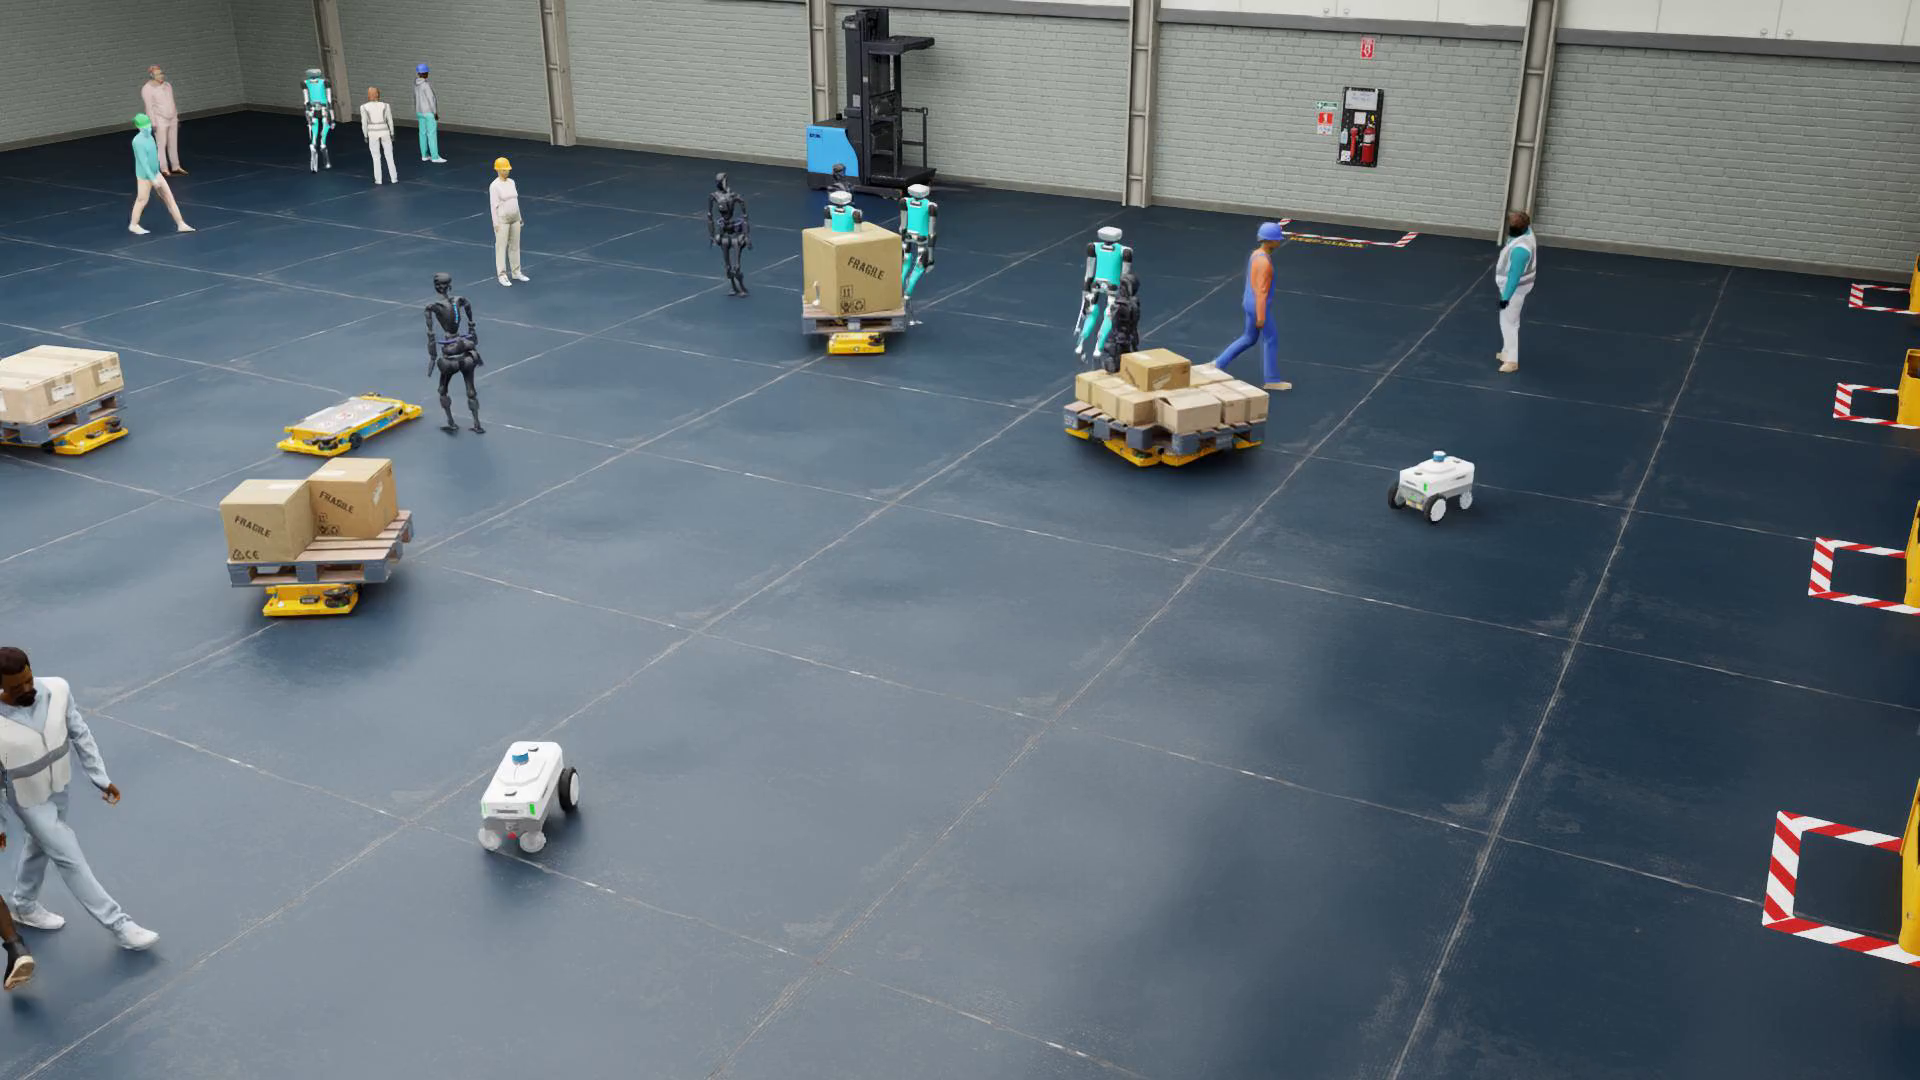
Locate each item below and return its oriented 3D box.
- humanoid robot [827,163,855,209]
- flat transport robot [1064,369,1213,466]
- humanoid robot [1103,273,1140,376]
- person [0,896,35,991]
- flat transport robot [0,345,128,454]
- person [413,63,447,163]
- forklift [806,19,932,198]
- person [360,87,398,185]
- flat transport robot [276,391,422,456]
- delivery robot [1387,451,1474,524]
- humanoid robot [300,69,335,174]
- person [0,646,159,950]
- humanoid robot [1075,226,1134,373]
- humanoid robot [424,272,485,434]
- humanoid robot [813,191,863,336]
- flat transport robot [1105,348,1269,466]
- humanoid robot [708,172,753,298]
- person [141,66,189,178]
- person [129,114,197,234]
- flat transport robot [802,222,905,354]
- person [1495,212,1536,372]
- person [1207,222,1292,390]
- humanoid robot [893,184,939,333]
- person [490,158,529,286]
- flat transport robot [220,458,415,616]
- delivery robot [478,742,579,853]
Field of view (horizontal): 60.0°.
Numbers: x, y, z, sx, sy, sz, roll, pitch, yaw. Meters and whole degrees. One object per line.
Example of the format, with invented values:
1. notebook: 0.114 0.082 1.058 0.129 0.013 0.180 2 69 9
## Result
1. humanoid robot: -1.621 -4.205 22.213 0.760 1.629 0.613 15 27 31
2. flat transport robot: 1.807 -1.063 16.637 1.431 0.231 0.659 21 31 40
3. humanoid robot: 1.657 -1.864 16.732 0.527 1.643 0.609 13 27 28
4. person: -5.247 1.498 8.578 0.789 1.926 0.617 17 28 33
5. flat transport robot: -9.205 -1.109 16.745 1.431 0.231 0.659 7 24 15
6. person: -9.758 -7.805 30.426 0.543 1.776 0.358 17 29 34
7. forklift: -1.573 -7.292 27.850 1.873 2.768 1.129 12 26 25
8. person: -9.984 -6.942 28.583 0.516 1.639 0.311 -9 25 -21
9. flat transport robot: -6.199 -1.184 16.919 0.659 0.231 1.431 8 25 19
10. delivery robot: 4.266 -0.500 14.961 0.774 0.592 0.499 -16 28 -32
11. humanoid robot: -11.465 -7.392 29.647 0.547 1.889 0.801 0 23 0
12. person: -4.908 1.382 8.940 1.033 1.848 0.589 6 24 14
13. humanoid robot: 1.486 -2.434 18.011 0.548 1.813 0.779 12 26 25
14. humanoid robot: -5.084 -1.877 16.762 0.467 1.635 0.609 17 29 34
15. humanoid robot: -1.514 -3.212 19.740 0.531 1.758 0.755 13 27 28
16. flat transport robot: 2.242 -0.998 16.487 1.431 0.231 0.659 -11 26 -24
17. humanoid robot: -2.979 -3.975 21.641 0.614 1.632 0.431 7 24 16
18. person: -13.957 -7.350 29.202 0.406 1.905 0.650 8 24 18
19. person: -12.185 -5.489 24.995 0.963 1.811 0.510 4 24 9
20. flat transport robot: -1.282 -2.536 20.067 0.659 0.231 1.431 -2 23 -4
21. person: 6.255 -2.828 18.810 0.432 1.809 0.699 9 25 21
22. person: 3.182 -2.524 18.021 0.881 1.871 0.530 -1 23 -2
23. humanoid robot: -0.663 -3.348 20.201 0.561 1.844 0.821 14 27 30
24. person: -6.073 -4.278 22.311 0.322 1.695 0.486 13 27 29
25. flat transport robot: -5.162 0.241 13.603 0.659 0.231 1.431 -2 23 -4
26. delivery robot: -2.669 1.543 10.226 0.499 0.608 0.779 0 23 1
